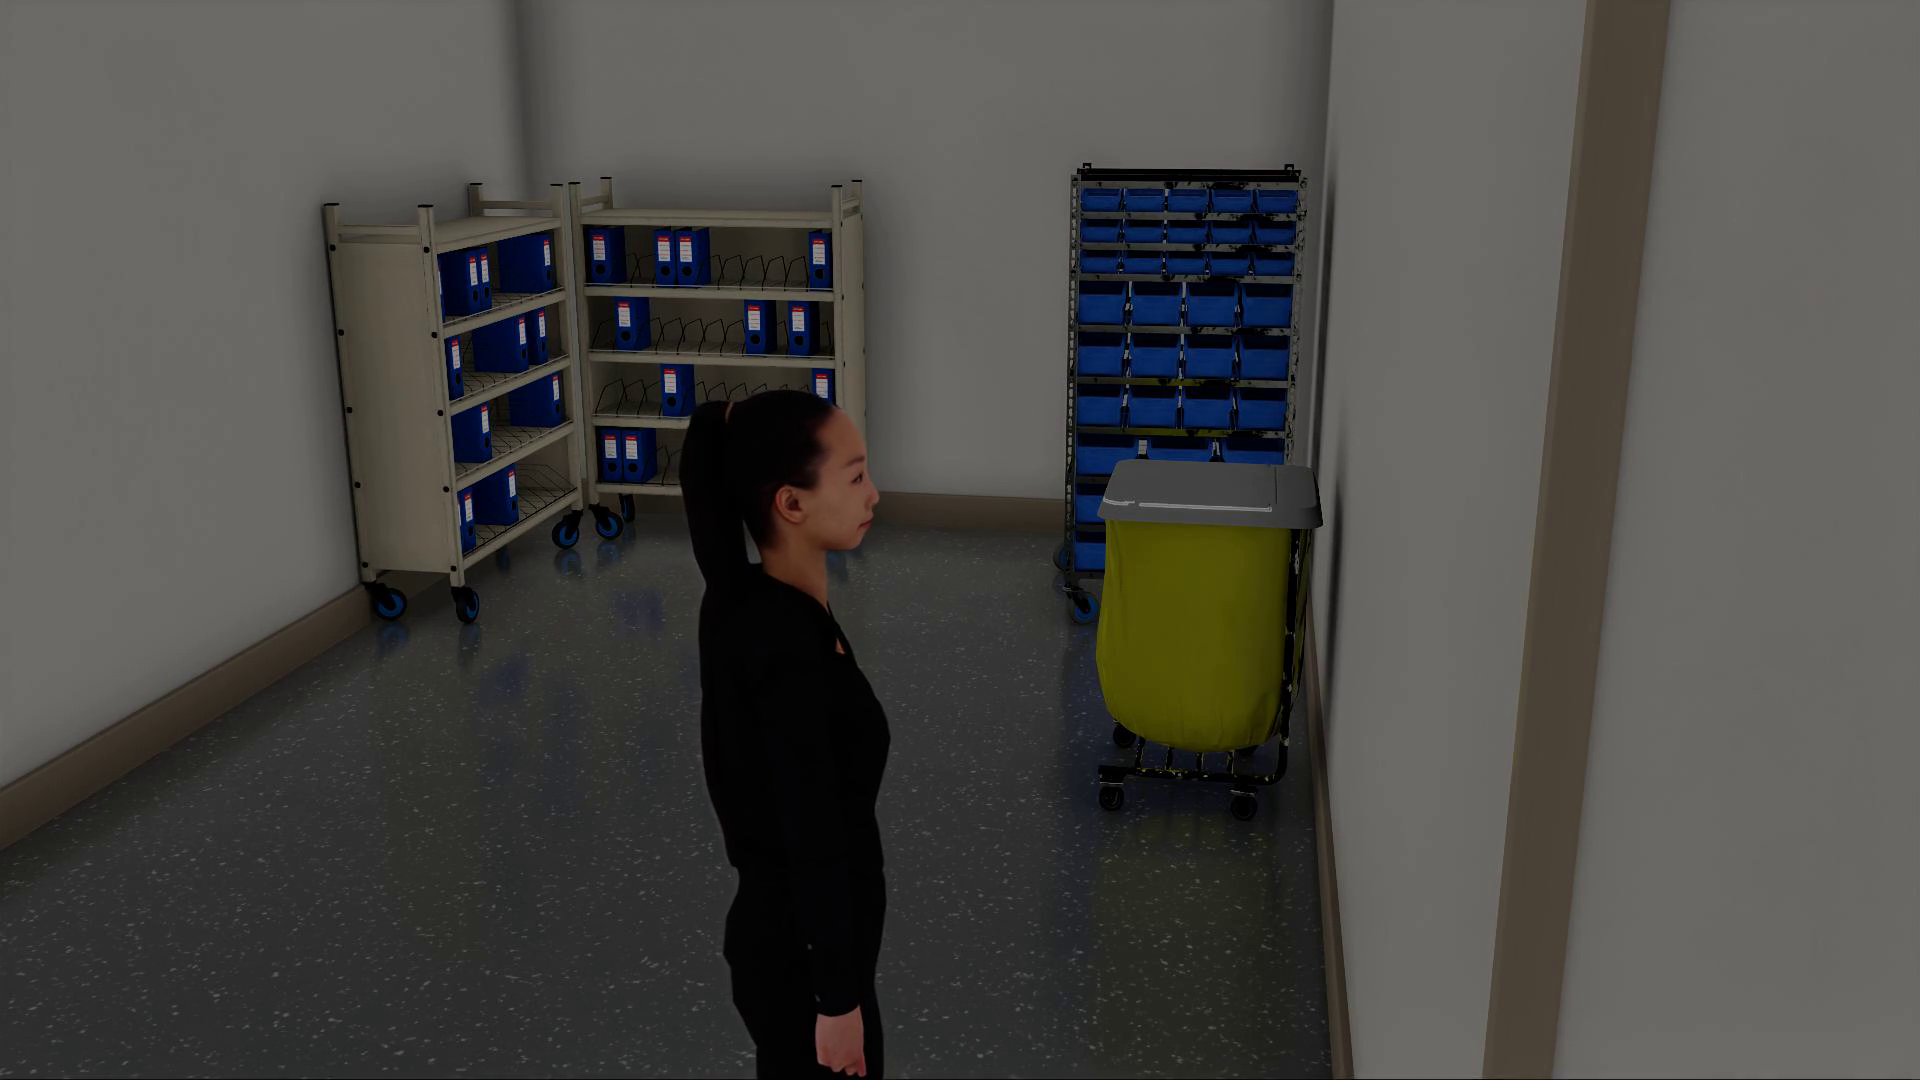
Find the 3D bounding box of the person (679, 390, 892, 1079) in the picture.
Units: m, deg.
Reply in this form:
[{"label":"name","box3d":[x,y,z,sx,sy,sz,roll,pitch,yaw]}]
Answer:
[{"label":"person","box3d":[-0.222,0.620,2.412,0.612,1.711,0.641,-3,16,-12]}]
